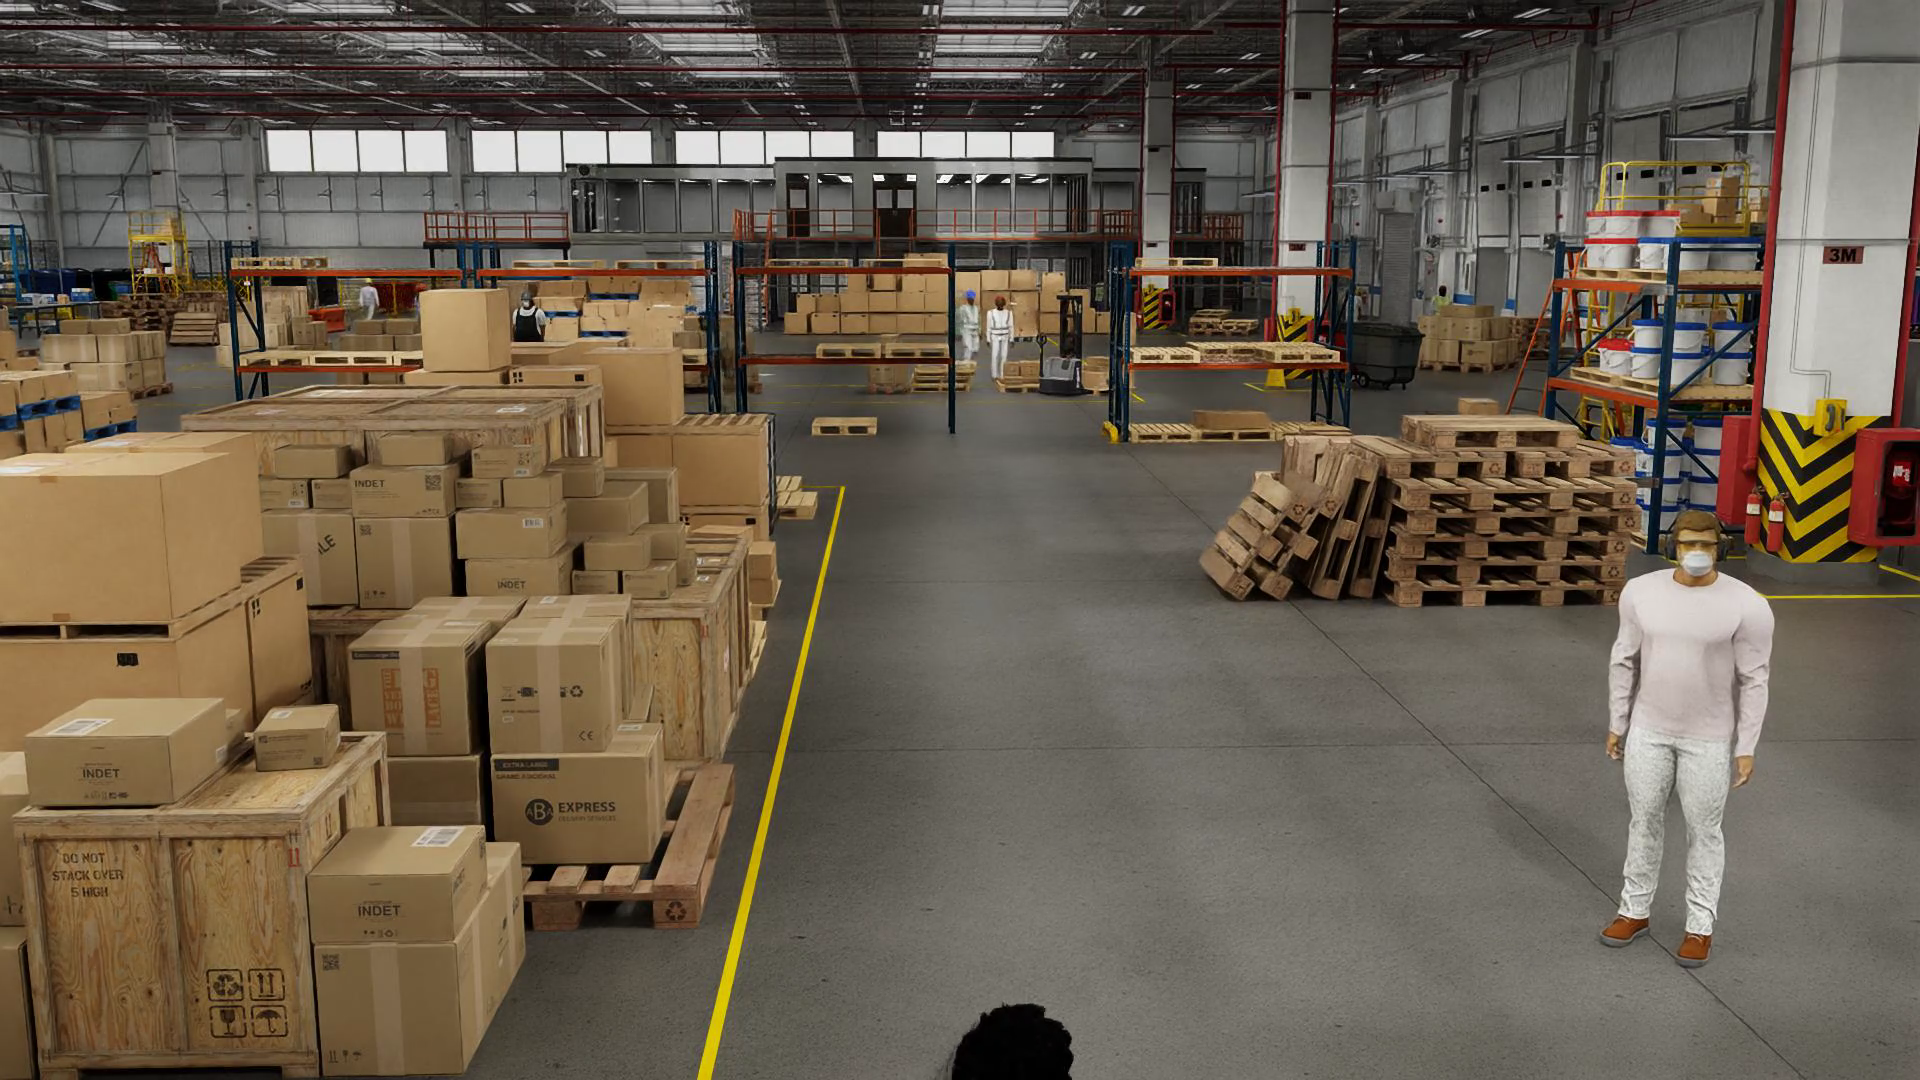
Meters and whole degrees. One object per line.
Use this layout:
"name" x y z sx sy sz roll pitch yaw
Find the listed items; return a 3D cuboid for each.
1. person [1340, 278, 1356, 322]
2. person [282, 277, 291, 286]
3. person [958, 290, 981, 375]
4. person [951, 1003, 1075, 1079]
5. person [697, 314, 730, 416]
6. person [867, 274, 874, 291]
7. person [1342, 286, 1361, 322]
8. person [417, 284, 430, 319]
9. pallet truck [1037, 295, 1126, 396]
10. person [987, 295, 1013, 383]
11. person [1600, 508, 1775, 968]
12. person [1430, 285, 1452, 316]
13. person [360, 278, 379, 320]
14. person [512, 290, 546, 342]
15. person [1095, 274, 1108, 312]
"person" 13.529 -8.229 57.826 0.523 1.817 0.918 -7 12 -34
"person" -24.666 -8.765 61.005 0.484 1.736 0.323 -2 10 -10
"person" 0.205 -4.757 38.107 0.623 1.936 0.532 -8 13 -37
"person" 0.065 1.671 3.048 0.532 1.665 0.793 2 10 10
"person" -4.097 -2.855 27.802 0.533 1.829 0.536 -5 11 -27
"person" -3.337 -8.490 58.948 0.542 1.928 0.399 -3 11 -18
"person" 10.847 -6.139 46.047 0.547 1.847 0.645 3 11 17
"person" -14.660 -6.033 45.333 0.938 1.908 0.554 -5 12 -28
"pallet truck" 2.483 -3.881 33.060 1.885 1.965 0.823 -7 13 -36
"person" 0.860 -4.333 35.896 0.583 1.882 0.345 -2 10 -11
"person" 3.044 0.821 7.026 0.636 1.939 0.358 9 14 41
"person" 13.215 -6.067 45.676 0.625 1.843 0.430 -1 10 -7
"person" -20.247 -8.084 57.037 0.599 1.794 0.919 1 10 5
"person" -8.837 -4.077 34.032 0.682 2.000 0.537 0 10 3
"person" 4.924 -8.295 57.913 0.390 1.911 0.585 -6 12 -31
